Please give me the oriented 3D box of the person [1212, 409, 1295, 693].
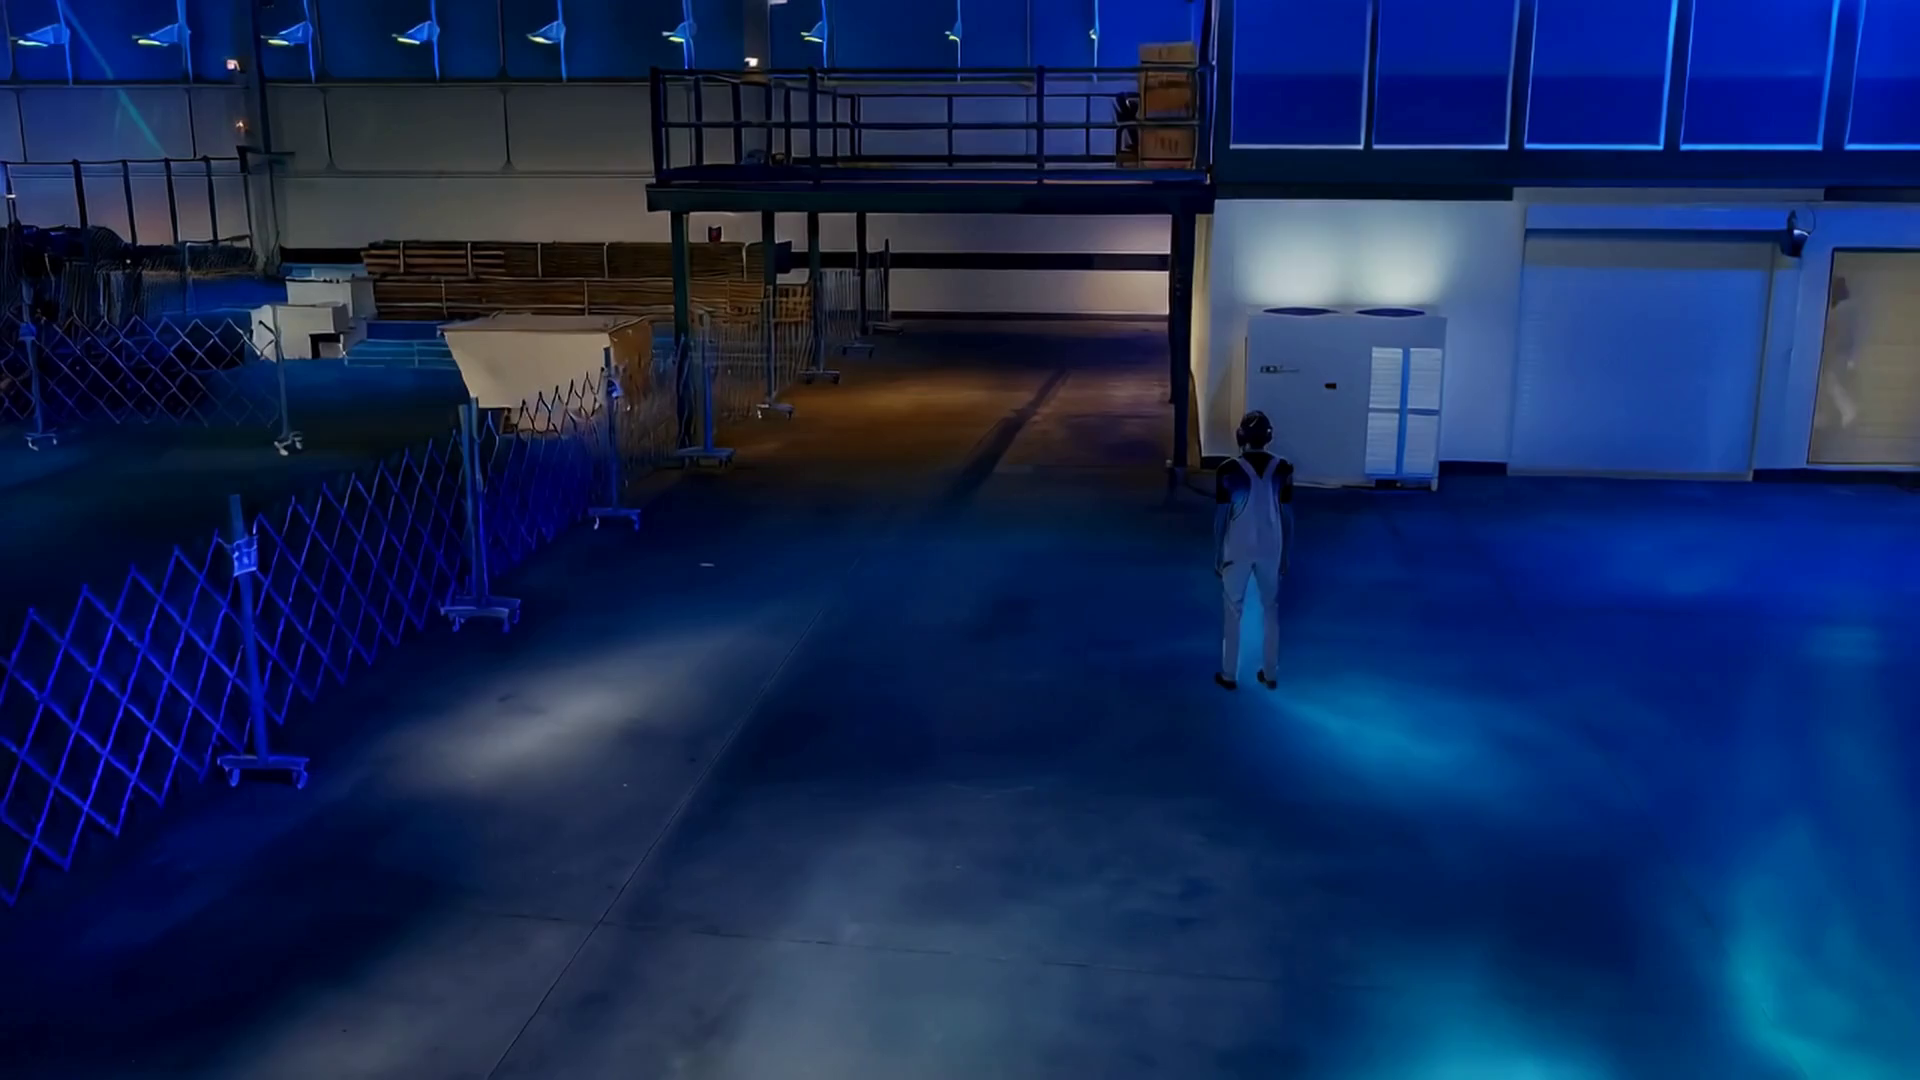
[{"bbox_3d":[1.869,0.077,10.661,0.502,1.837,0.351,-1,14,-5],"label":"person"}]
